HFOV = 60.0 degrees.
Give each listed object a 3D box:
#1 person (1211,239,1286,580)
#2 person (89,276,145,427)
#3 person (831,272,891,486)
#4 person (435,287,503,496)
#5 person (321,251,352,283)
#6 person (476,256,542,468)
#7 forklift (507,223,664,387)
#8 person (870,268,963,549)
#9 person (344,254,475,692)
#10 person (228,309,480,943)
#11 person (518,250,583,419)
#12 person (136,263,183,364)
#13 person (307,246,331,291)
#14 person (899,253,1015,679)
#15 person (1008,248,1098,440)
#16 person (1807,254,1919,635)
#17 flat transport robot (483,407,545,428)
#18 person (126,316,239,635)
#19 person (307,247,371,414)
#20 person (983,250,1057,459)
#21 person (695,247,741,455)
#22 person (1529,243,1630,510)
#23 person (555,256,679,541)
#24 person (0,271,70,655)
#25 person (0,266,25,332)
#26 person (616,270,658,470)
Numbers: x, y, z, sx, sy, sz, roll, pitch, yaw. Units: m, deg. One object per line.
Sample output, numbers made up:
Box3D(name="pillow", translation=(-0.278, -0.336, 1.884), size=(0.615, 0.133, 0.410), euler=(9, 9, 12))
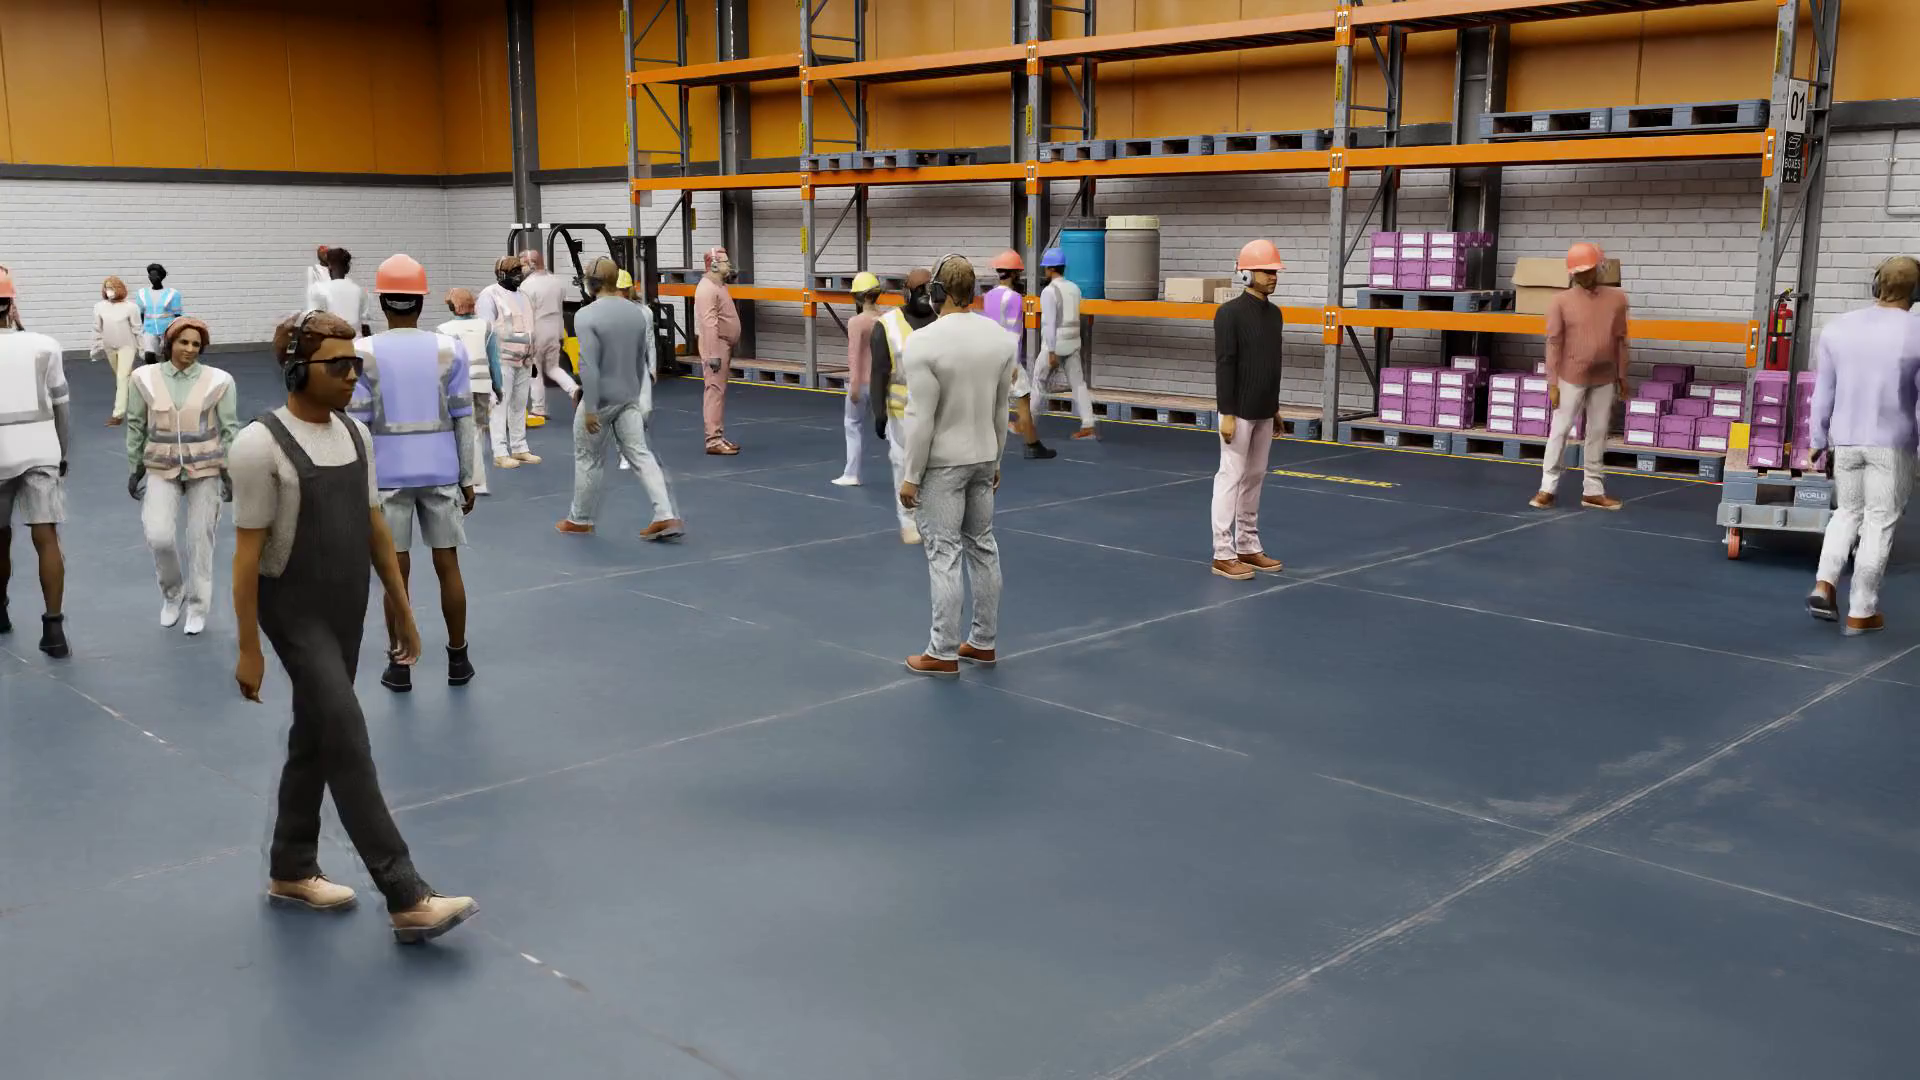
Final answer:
Box3D(name="person", translation=(1.733, -0.775, 9.891), size=(0.383, 1.996, 0.609), euler=(10, 14, 43))
Box3D(name="person", translation=(-9.062, -2.047, 17.947), size=(0.505, 1.591, 0.879), euler=(1, 10, 6))
Box3D(name="person", translation=(-0.676, -1.266, 13.268), size=(0.790, 1.737, 0.534), euler=(8, 13, 37))
Box3D(name="person", translation=(-3.913, -1.169, 13.083), size=(0.735, 1.611, 0.551), euler=(9, 14, 42))
Box3D(name="person", translation=(-7.069, -2.392, 19.076), size=(0.519, 1.865, 0.327), euler=(6, 12, 28))
Box3D(name="person", translation=(-3.933, -1.562, 14.606), size=(0.430, 1.845, 0.619), euler=(5, 11, 24))
Box3D(name="forklift", translation=(-5.316, -3.263, 22.920), size=(2.313, 2.155, 1.214), euler=(-10, 14, -44))
Box3D(name="person", translation=(-0.234, -0.812, 10.609), size=(0.657, 1.801, 0.933), euler=(-3, 11, -14))
Box3D(name="person", translation=(-2.435, -0.289, 7.403), size=(0.544, 1.939, 0.354), euler=(-4, 11, -23))
Box3D(name="person", translation=(-1.731, 0.255, 4.794), size=(0.880, 1.805, 0.524), euler=(3, 11, 15))
Box3D(name="person", translation=(-4.503, -2.221, 18.118), size=(0.747, 1.870, 0.674), euler=(5, 12, 27))
Box3D(name="person", translation=(-9.812, -2.552, 20.419), size=(0.551, 1.684, 0.380), euler=(-1, 10, -6))
Box3D(name="person", translation=(-9.709, -3.616, 25.765), size=(0.872, 1.849, 0.597), euler=(5, 12, 27))
Box3D(name="person", translation=(-0.029, -0.331, 7.630), size=(0.632, 1.940, 0.372), euler=(-10, 15, -44))
Box3D(name="person", translation=(0.964, -1.932, 16.501), size=(1.017, 1.896, 0.609), euler=(9, 14, 41))
Box3D(name="person", translation=(4.635, -0.466, 8.394), size=(0.429, 1.925, 0.660), euler=(-7, 12, -33))
Box3D(name="flat transport robot", translation=(-5.111, -1.264, 17.264), size=(1.431, 0.197, 0.652), euler=(-10, 14, -44))
Box3D(name="person", translation=(-3.915, -0.318, 8.403), size=(0.544, 1.616, 0.363), euler=(-3, 11, -17))
Box3D(name="person", translation=(-5.766, -1.772, 15.564), size=(0.849, 1.922, 0.674), euler=(9, 14, 41))
Box3D(name="person", translation=(0.421, -1.643, 14.920), size=(0.905, 1.897, 0.560), euler=(-6, 12, -31))
Box3D(name="person", translation=(-2.233, -1.749, 15.440), size=(0.407, 1.912, 0.645), euler=(0, 10, -2))
Box3D(name="person", translation=(4.605, -1.183, 12.247), size=(0.718, 1.954, 0.391), euler=(-1, 10, -6))
Box3D(name="person", translation=(-2.281, -0.927, 11.018), size=(1.003, 1.896, 0.646), euler=(7, 12, 32))
Box3D(name="person", translation=(-4.672, -0.406, 8.192), size=(0.556, 1.878, 1.033), euler=(-8, 13, -37))
Box3D(name="person", translation=(-12.590, -2.800, 21.996), size=(0.707, 1.611, 0.516), euler=(-1, 10, -6))
Box3D(name="person", translation=(-2.899, -1.493, 14.526), size=(0.506, 1.727, 0.476), euler=(-2, 11, -12))
